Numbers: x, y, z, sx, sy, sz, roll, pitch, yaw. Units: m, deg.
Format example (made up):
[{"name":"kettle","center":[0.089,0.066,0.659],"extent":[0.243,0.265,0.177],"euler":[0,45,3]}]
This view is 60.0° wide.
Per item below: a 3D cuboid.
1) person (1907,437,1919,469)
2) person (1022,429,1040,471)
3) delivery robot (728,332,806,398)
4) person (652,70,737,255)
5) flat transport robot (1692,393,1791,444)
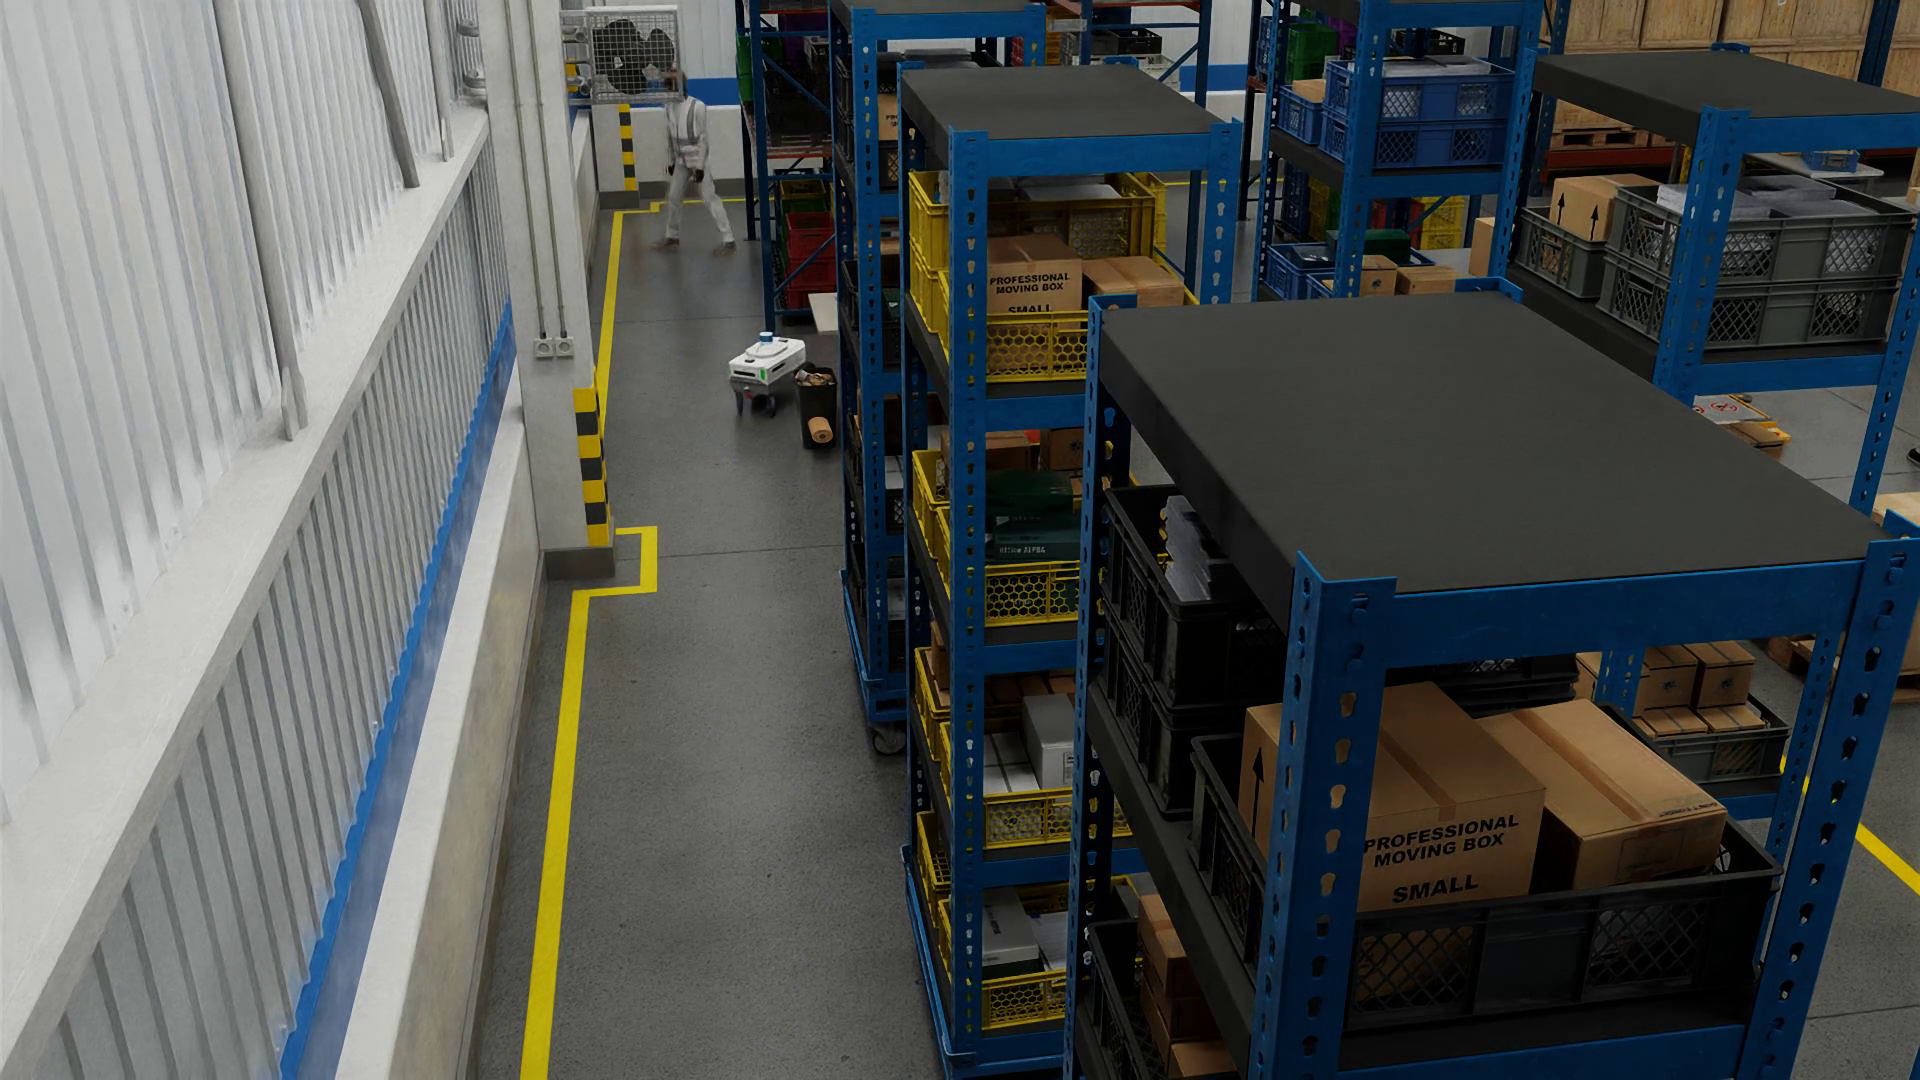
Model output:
[{"name":"person","center":[6.939,-1.354,11.370],"extent":[0.596,1.826,0.403],"euler":[4,25,10]},{"name":"person","center":[0.281,0.345,7.476],"extent":[0.610,1.989,0.392],"euler":[-10,26,-20]},{"name":"delivery robot","center":[-1.477,-1.354,12.763],"extent":[0.477,0.478,0.707],"euler":[10,27,21]},{"name":"person","center":[-2.741,-3.798,16.676],"extent":[0.766,1.843,0.551],"euler":[20,31,36]},{"name":"flat transport robot","center":[5.224,-0.859,12.132],"extent":[1.431,0.197,0.652],"euler":[-4,25,-8]}]
